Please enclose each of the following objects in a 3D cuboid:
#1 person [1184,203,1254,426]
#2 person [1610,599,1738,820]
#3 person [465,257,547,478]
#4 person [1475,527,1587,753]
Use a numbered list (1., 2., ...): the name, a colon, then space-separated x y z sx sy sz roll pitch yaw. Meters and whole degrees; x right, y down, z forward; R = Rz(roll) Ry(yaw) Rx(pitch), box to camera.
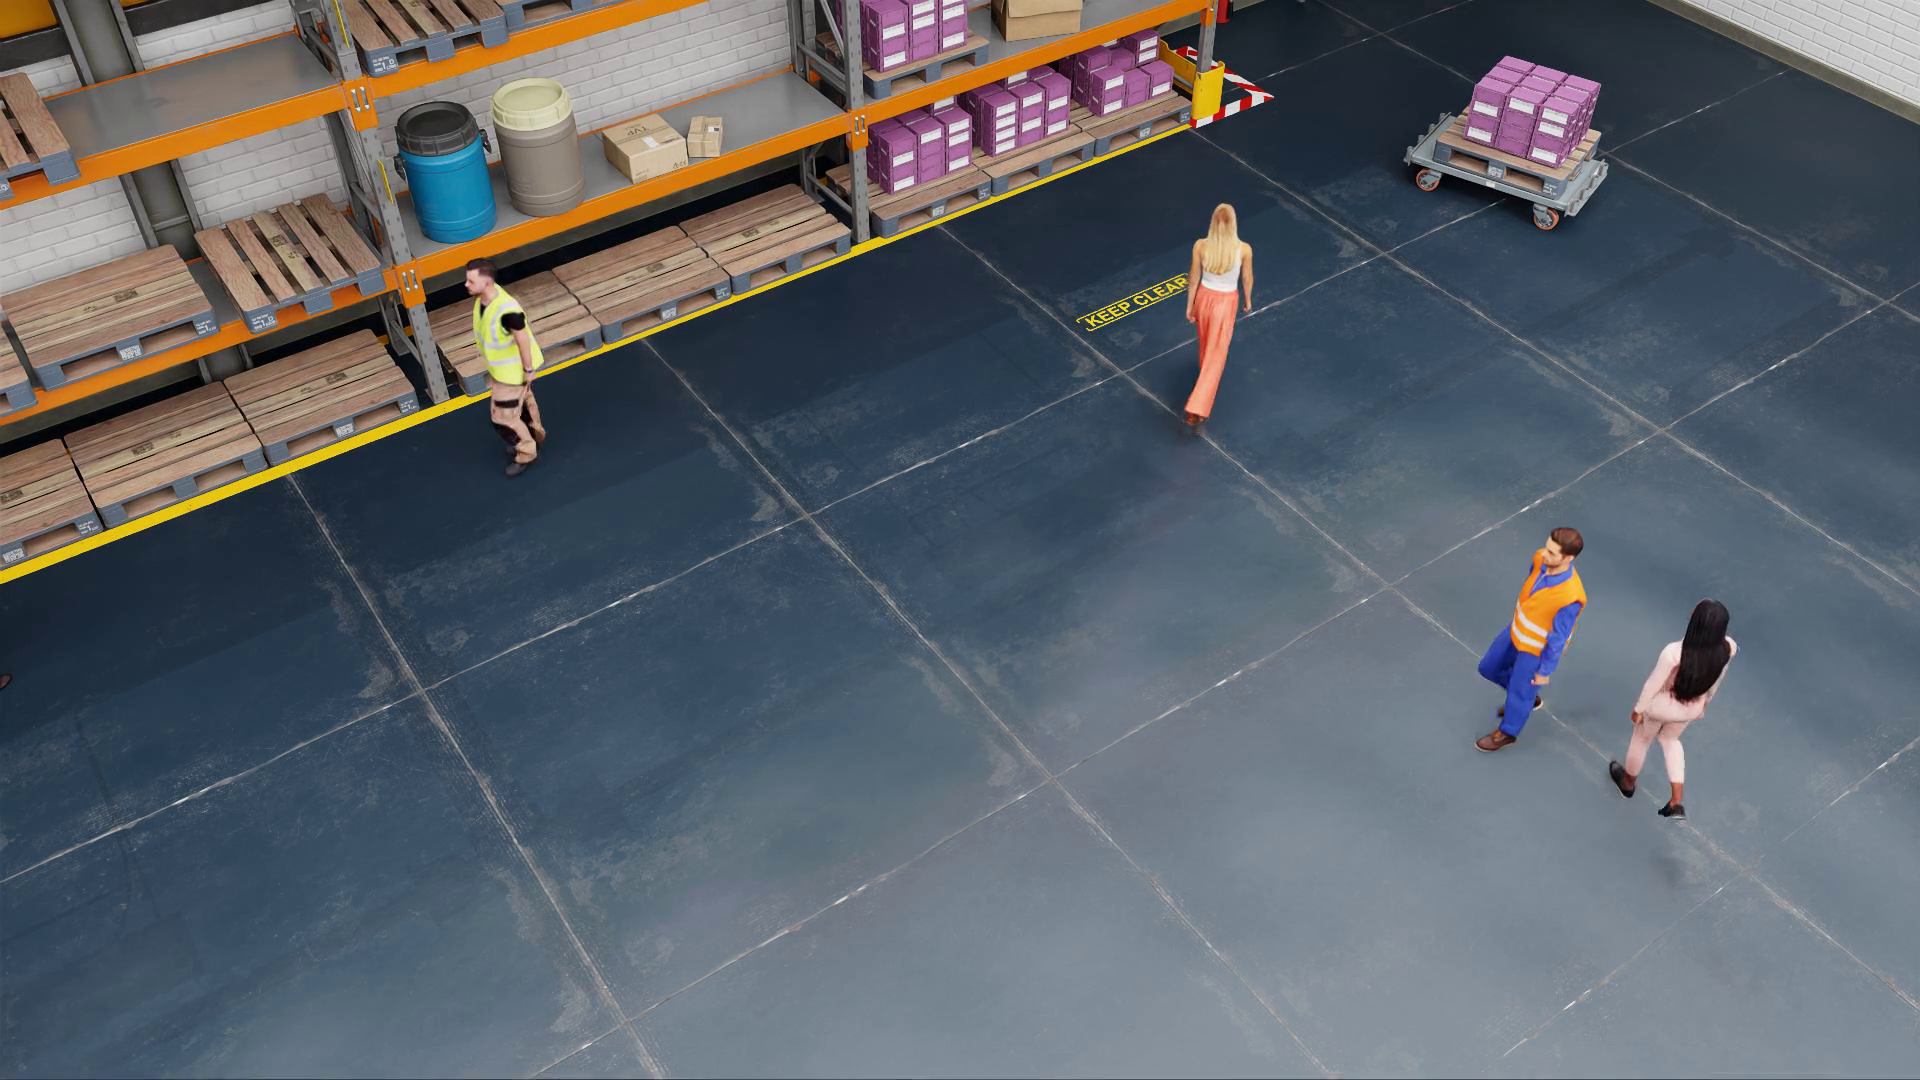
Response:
1. person: 1.926 -1.680 12.630 1.060 1.757 1.311 17 46 17
2. person: 4.226 1.052 9.799 0.920 1.706 0.889 -7 44 -8
3. person: -3.257 -1.329 12.212 0.723 1.827 0.694 -24 48 -23
4. person: 3.576 0.611 10.156 0.850 1.853 0.805 -11 45 -12
